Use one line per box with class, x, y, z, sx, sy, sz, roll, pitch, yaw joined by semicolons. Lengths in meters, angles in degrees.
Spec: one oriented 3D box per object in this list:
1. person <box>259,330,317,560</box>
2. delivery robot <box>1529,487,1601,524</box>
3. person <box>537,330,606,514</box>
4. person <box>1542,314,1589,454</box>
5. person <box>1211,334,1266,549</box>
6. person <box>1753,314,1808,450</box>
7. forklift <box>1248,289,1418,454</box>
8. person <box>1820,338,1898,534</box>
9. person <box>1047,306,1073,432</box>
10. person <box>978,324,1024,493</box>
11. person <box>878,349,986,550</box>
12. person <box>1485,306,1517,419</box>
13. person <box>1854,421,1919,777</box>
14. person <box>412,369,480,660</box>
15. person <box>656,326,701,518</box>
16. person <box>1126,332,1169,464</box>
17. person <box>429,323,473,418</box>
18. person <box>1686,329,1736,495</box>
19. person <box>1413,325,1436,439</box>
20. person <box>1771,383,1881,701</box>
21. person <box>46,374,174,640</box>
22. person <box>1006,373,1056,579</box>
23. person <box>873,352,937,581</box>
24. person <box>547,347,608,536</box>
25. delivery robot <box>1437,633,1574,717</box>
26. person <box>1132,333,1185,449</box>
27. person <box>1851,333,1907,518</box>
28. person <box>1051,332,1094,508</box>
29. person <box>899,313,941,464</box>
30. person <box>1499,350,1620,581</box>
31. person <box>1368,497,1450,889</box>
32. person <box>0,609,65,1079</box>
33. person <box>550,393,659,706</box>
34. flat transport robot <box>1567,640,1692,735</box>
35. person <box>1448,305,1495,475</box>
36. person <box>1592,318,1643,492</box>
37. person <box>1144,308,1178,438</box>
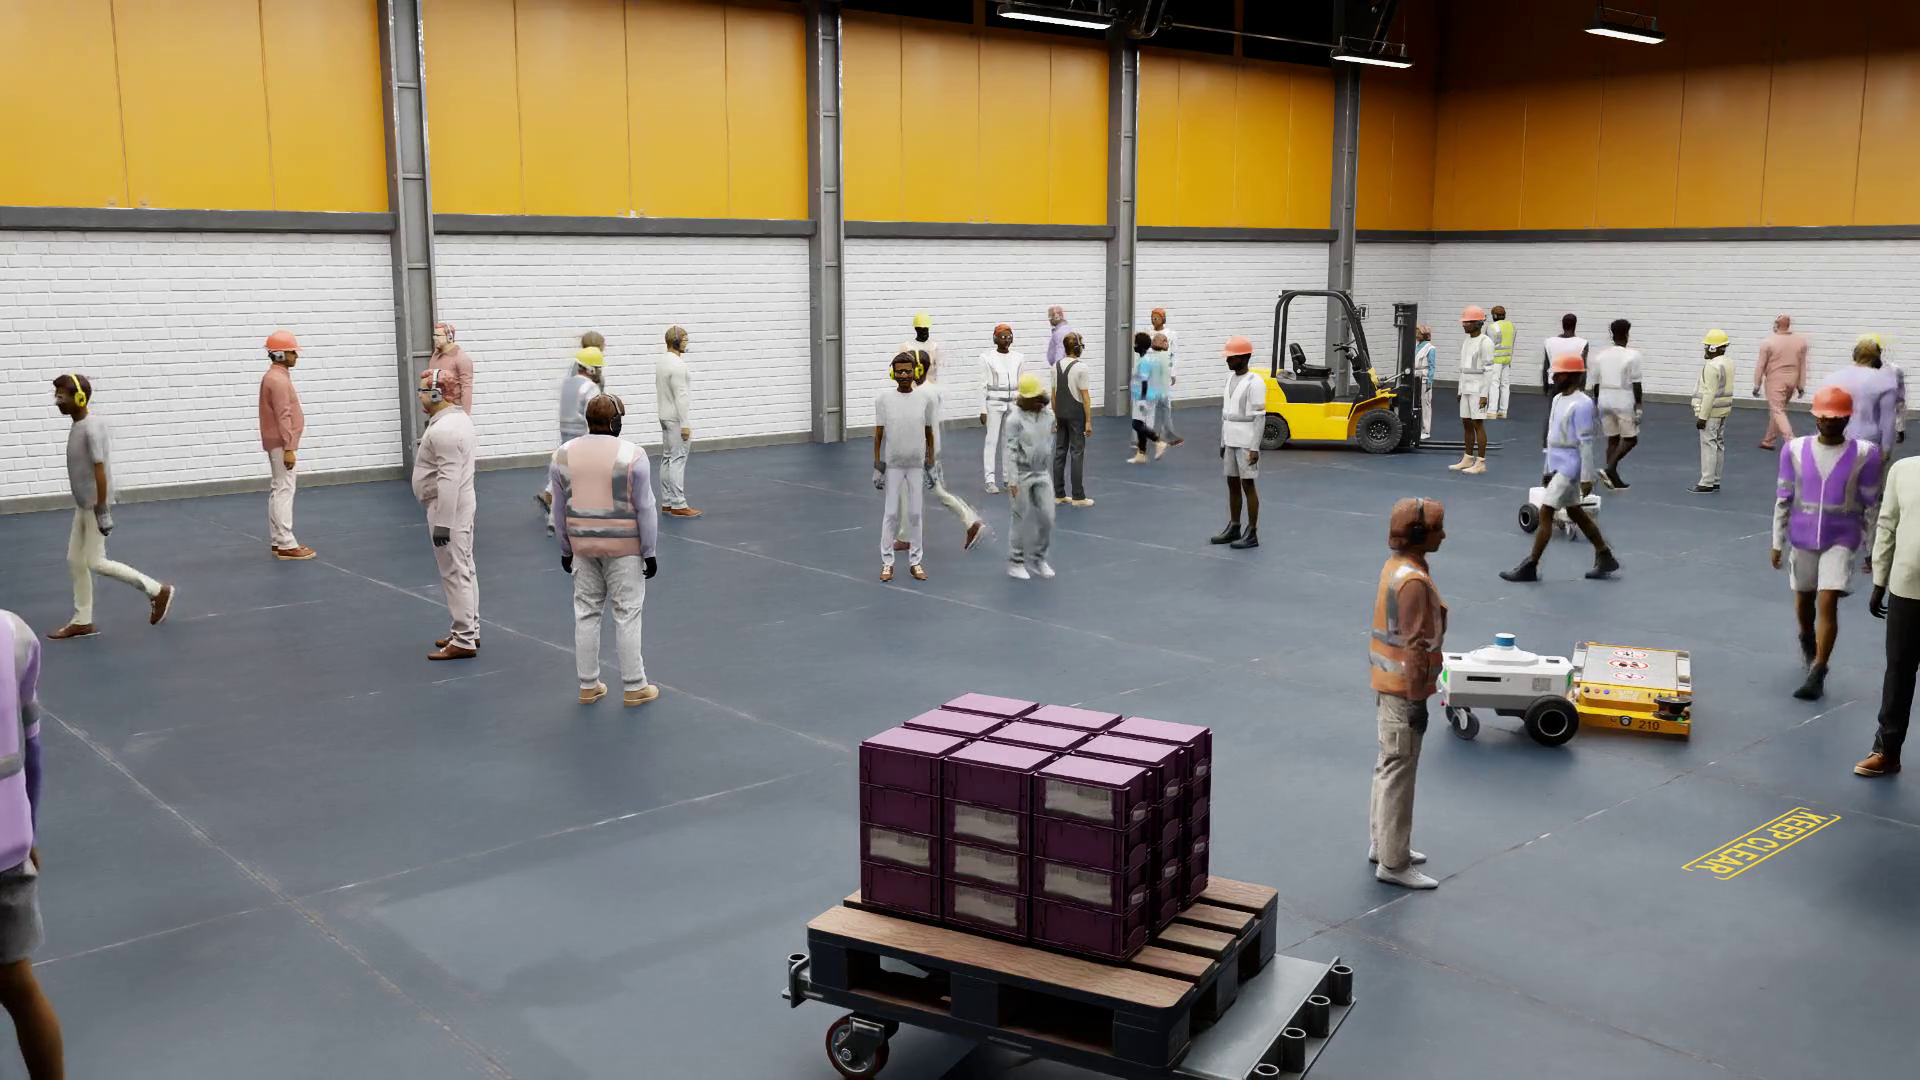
person;-5.888;-0.828;14.521;0.395;1.994;0.613;-5;11;-28
delivery robot;5.702;-0.355;15.687;0.477;0.478;0.707;-3;10;-17
person;-3.789;-1.160;16.735;0.910;1.911;0.660;-4;10;-21
person;8.086;-2.084;22.240;0.610;1.892;0.818;8;12;37
person;2.512;-0.887;15.040;0.377;1.932;0.552;-5;11;-25
person;11.046;-2.093;22.322;0.654;1.871;0.931;-1;10;-8
forklift;5.034;-2.339;22.783;2.313;2.155;1.214;3;10;16
person;8.222;-0.907;15.305;0.990;1.902;0.629;-9;13;-41
person;1.535;-2.556;24.964;0.467;1.886;0.691;2;10;9
person;0.473;-1.464;18.573;0.584;1.882;0.349;-5;11;-29
person;-0.245;-0.790;14.809;0.907;1.832;0.521;1;10;5
person;8.715;-2.877;26.990;0.620;1.838;0.430;-6;11;-31
person;4.834;0.242;8.254;0.376;1.995;0.609;-8;12;-38
person;-3.379;-0.169;10.925;0.402;1.906;0.652;-1;10;-8
person;-2.869;-1.192;16.818;0.356;1.938;0.638;-5;11;-27
person;2.355;-1.780;20.985;0.444;1.686;0.540;0;10;3
person;-5.634;-1.428;18.293;0.636;1.910;0.404;7;12;37
person;8.336;-1.420;18.460;0.404;1.833;0.589;9;13;41
person;6.661;-2.275;24.029;0.309;1.641;0.513;-4;10;-21
person;5.281;-0.024;10.135;0.553;1.899;0.918;8;12;38
person;-5.971;-0.239;11.541;0.736;1.838;0.538;-8;13;-39
person;0.552;-0.507;13.476;0.497;1.702;0.549;-5;11;-29
person;-0.445;-0.593;13.515;0.523;1.870;0.317;-2;10;-9
person;-3.615;-0.914;15.658;0.611;1.797;0.662;9;13;43
delivery robot;2.989;0.759;9.169;0.707;0.478;0.477;2;10;9
person;2.701;-2.046;22.859;0.883;1.581;0.517;-8;13;-40
person;9.147;-1.121;16.584;0.754;1.873;0.425;1;10;3
person;1.177;-1.262;17.499;0.506;1.846;0.345;9;13;42
person;-0.490;-1.891;20.936;0.585;1.929;0.370;-8;12;-38
person;4.941;-0.594;13.464;0.996;1.898;0.555;0;10;-1
person;1.887;0.633;7.024;0.325;1.633;0.540;1;10;6
person;-2.777;0.859;4.560;0.439;2.034;0.612;2;10;13
person;-2.065;0.058;9.782;0.634;1.841;0.429;2;10;13
flat transport robot;3.935;0.843;9.778;0.652;0.197;1.431;4;10;23
person;6.187;-1.809;20.126;0.393;2.041;0.613;-2;10;-13
person;7.314;-1.492;18.554;0.527;1.943;0.644;-6;12;-33
person;2.885;-2.430;24.224;0.585;1.882;0.337;6;11;32
